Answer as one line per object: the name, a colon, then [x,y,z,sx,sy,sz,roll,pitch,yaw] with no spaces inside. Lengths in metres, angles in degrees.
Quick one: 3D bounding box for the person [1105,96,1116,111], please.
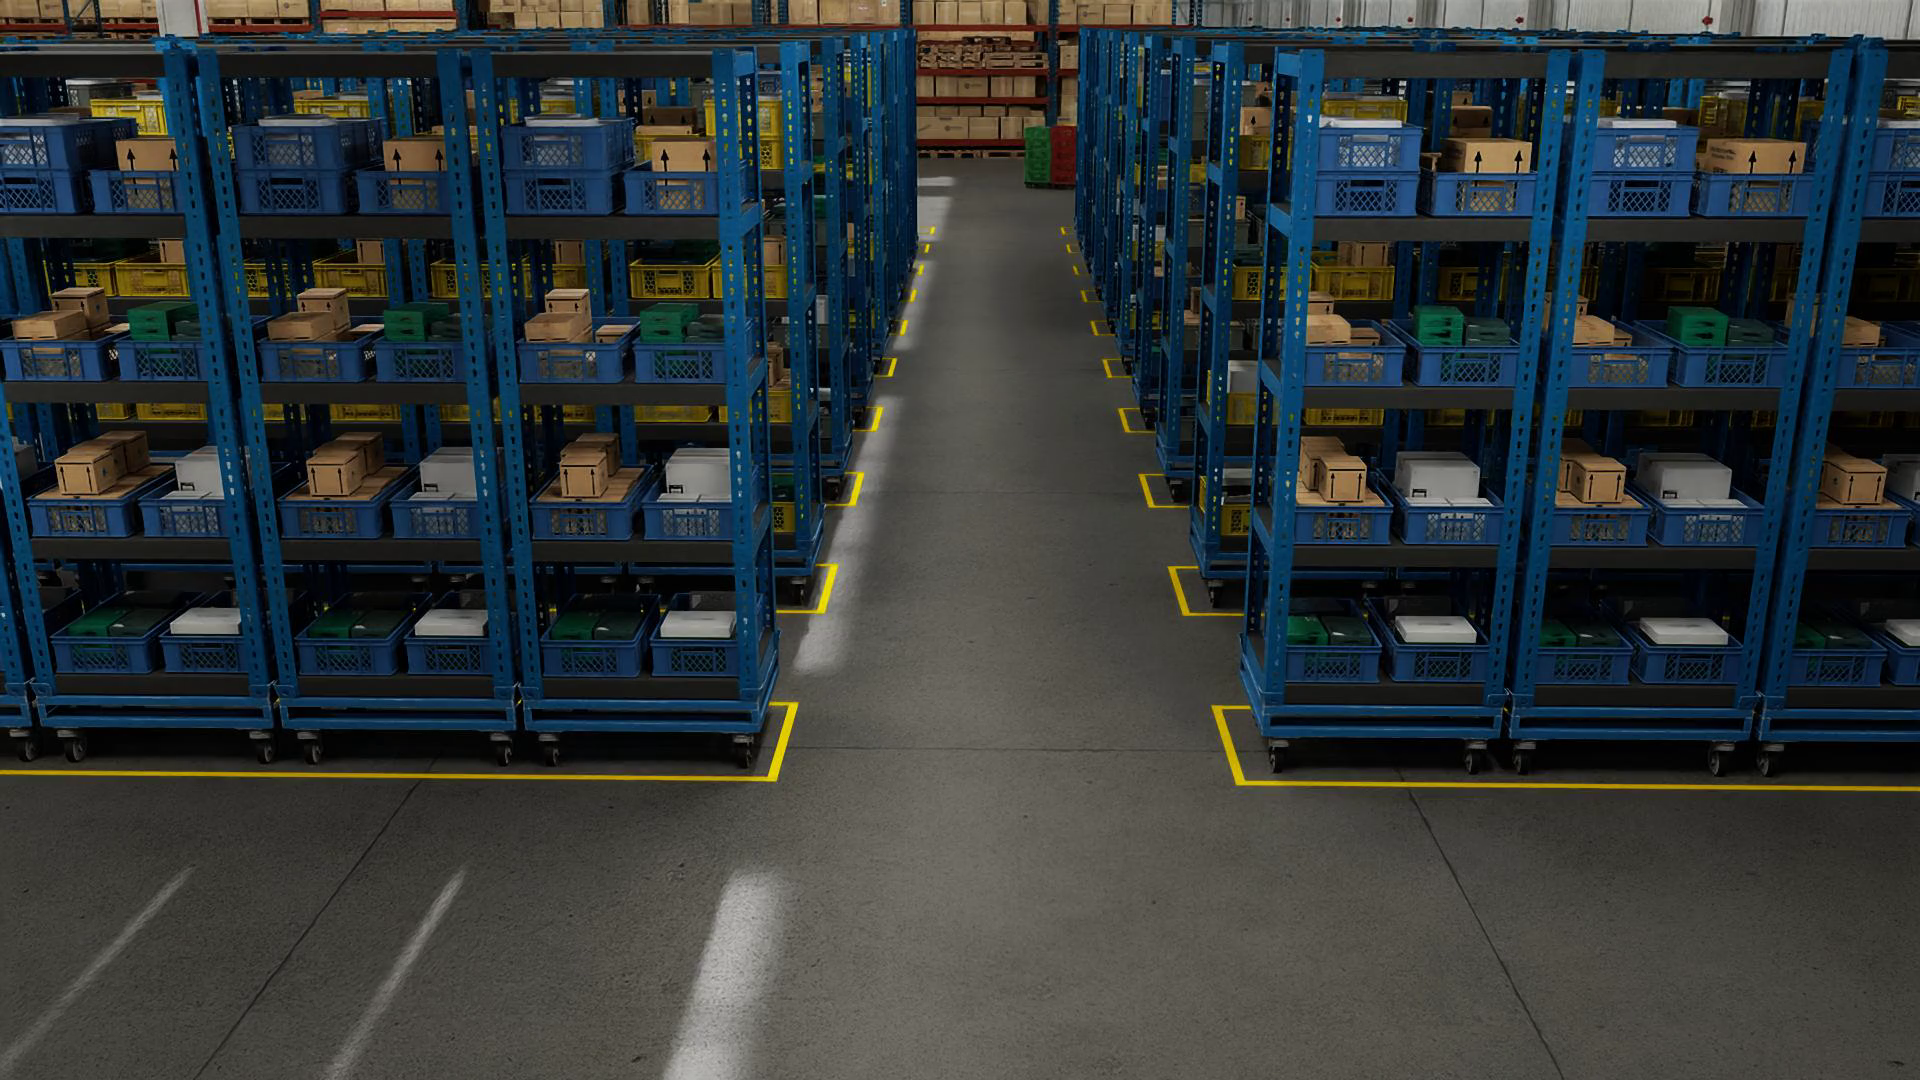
person: [3.935,-10.716,43.289,0.644,1.973,0.641,-11,20,-31]
